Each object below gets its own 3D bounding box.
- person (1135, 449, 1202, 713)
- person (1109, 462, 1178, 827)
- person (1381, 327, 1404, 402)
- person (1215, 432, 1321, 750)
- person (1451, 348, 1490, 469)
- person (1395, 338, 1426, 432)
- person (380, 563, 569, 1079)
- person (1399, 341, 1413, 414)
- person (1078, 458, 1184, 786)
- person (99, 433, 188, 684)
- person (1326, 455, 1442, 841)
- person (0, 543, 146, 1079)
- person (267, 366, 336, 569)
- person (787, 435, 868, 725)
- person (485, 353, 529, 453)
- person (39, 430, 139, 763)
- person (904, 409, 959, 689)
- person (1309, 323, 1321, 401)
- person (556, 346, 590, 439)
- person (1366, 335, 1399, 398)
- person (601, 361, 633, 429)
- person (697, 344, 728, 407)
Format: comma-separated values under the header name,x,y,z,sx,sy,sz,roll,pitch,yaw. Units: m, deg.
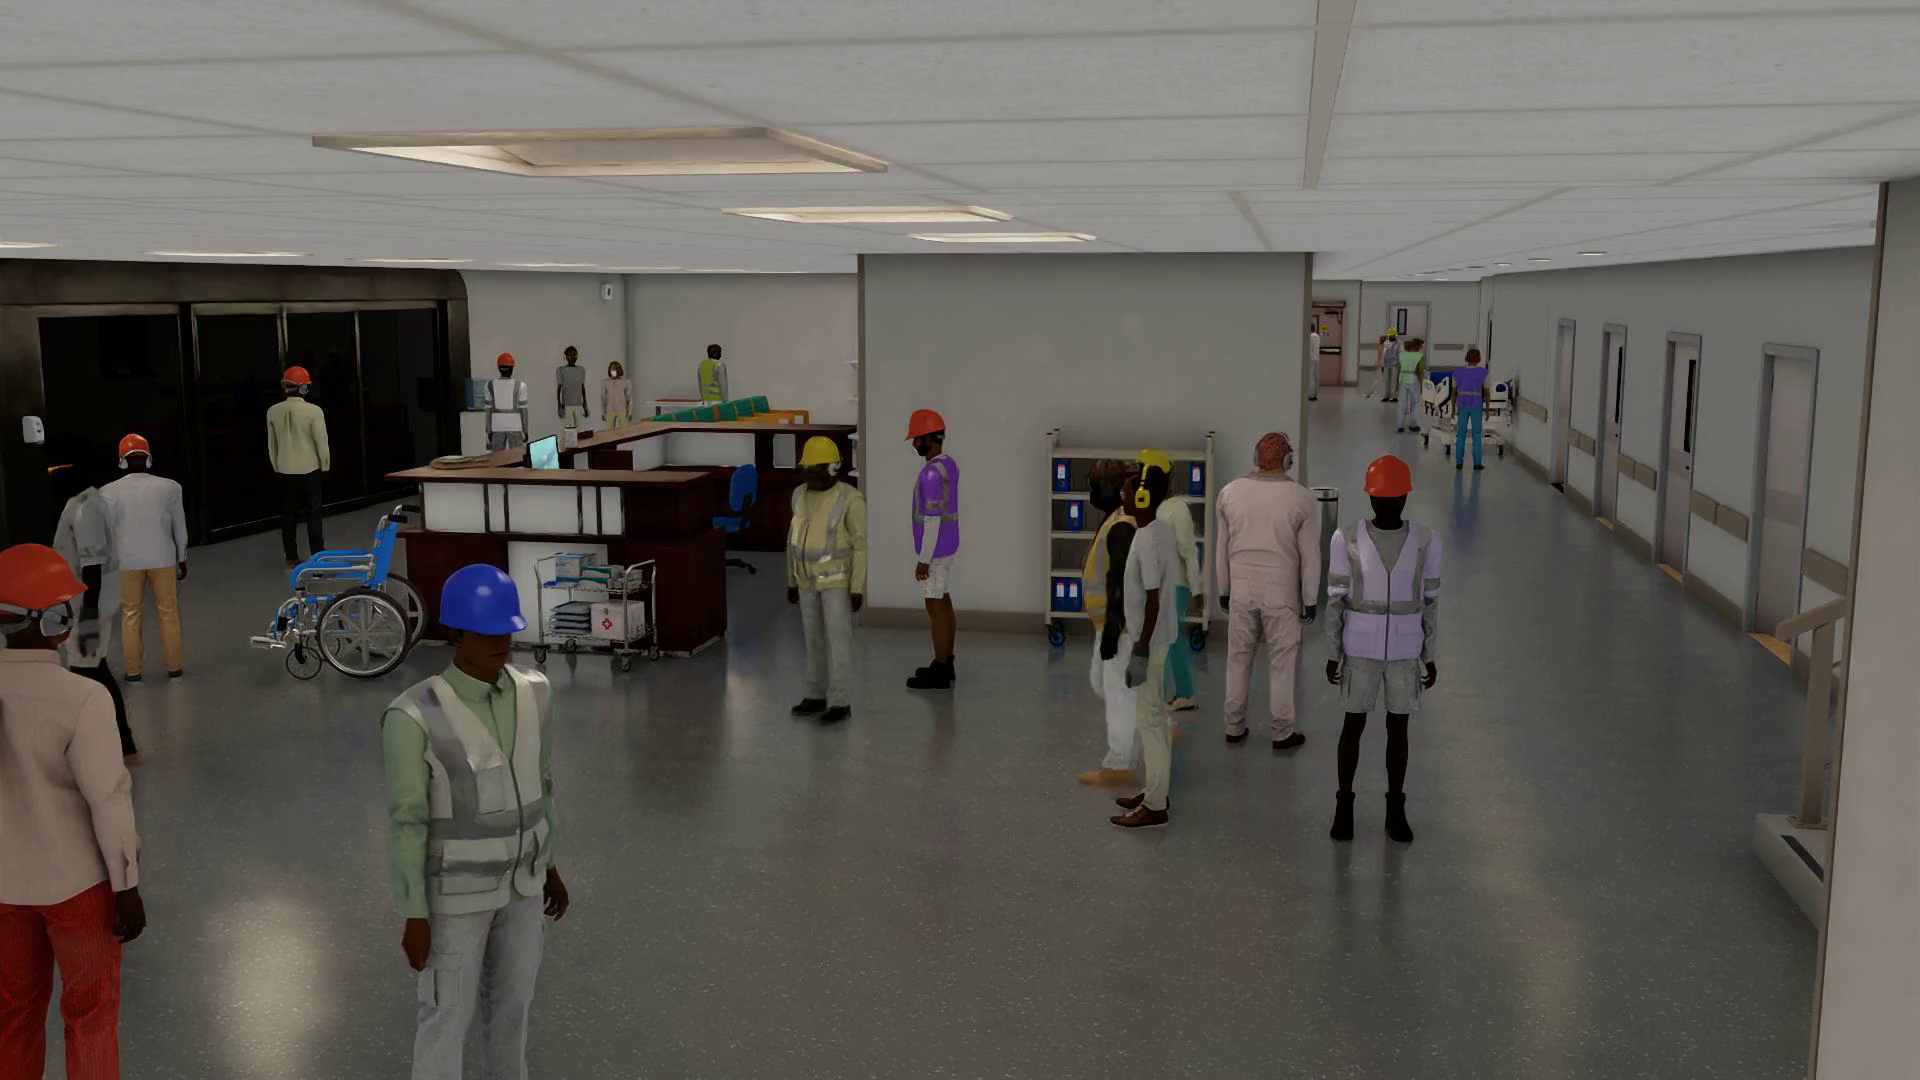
name,x,y,z,sx,sy,sz,roll,pitch,yaw
person,1.258,0.287,10.579,0.728,1.730,0.560,-4,10,-26
person,0.941,0.535,8.491,0.330,1.874,0.518,2,9,15
person,10.502,-4.257,40.460,0.403,1.824,0.592,-7,11,-37
person,1.847,0.300,9.972,0.650,1.899,0.398,5,10,29
person,7.775,-1.992,25.350,0.572,1.843,0.373,4,10,26
person,8.702,-2.985,32.069,0.781,1.794,0.694,-8,12,-43
person,-1.419,1.027,4.972,0.405,1.946,0.612,6,10,33
person,9.858,-3.545,36.408,0.556,1.622,0.332,-4,9,-23
person,0.920,0.460,9.171,0.513,1.819,0.632,0,9,1
person,-5.694,0.128,11.608,0.564,1.743,0.353,-5,10,-28
person,2.093,0.541,8.235,0.552,1.935,0.374,1,9,6
person,-2.715,1.000,4.990,0.611,1.997,0.375,2,9,15
person,-6.440,-0.700,16.274,0.620,1.992,0.389,1,9,8
person,-0.866,0.245,10.568,0.594,1.829,0.403,6,11,35
person,-5.838,-1.448,21.480,0.547,1.930,0.389,0,9,-1
person,-4.930,0.362,9.356,0.420,1.964,0.654,-4,10,-26
person,-0.199,0.062,11.443,0.372,1.928,0.543,2,9,13
person,8.631,-4.376,40.866,0.379,1.937,0.629,6,11,36
person,-6.011,-2.082,25.877,0.554,1.868,0.320,-7,11,-39
person,10.650,-4.363,41.936,0.828,1.600,0.512,2,9,12
person,-5.346,-1.973,25.921,0.501,1.633,0.282,0,9,2
person,-4.053,-2.324,27.562,0.621,1.845,0.429,7,11,40
